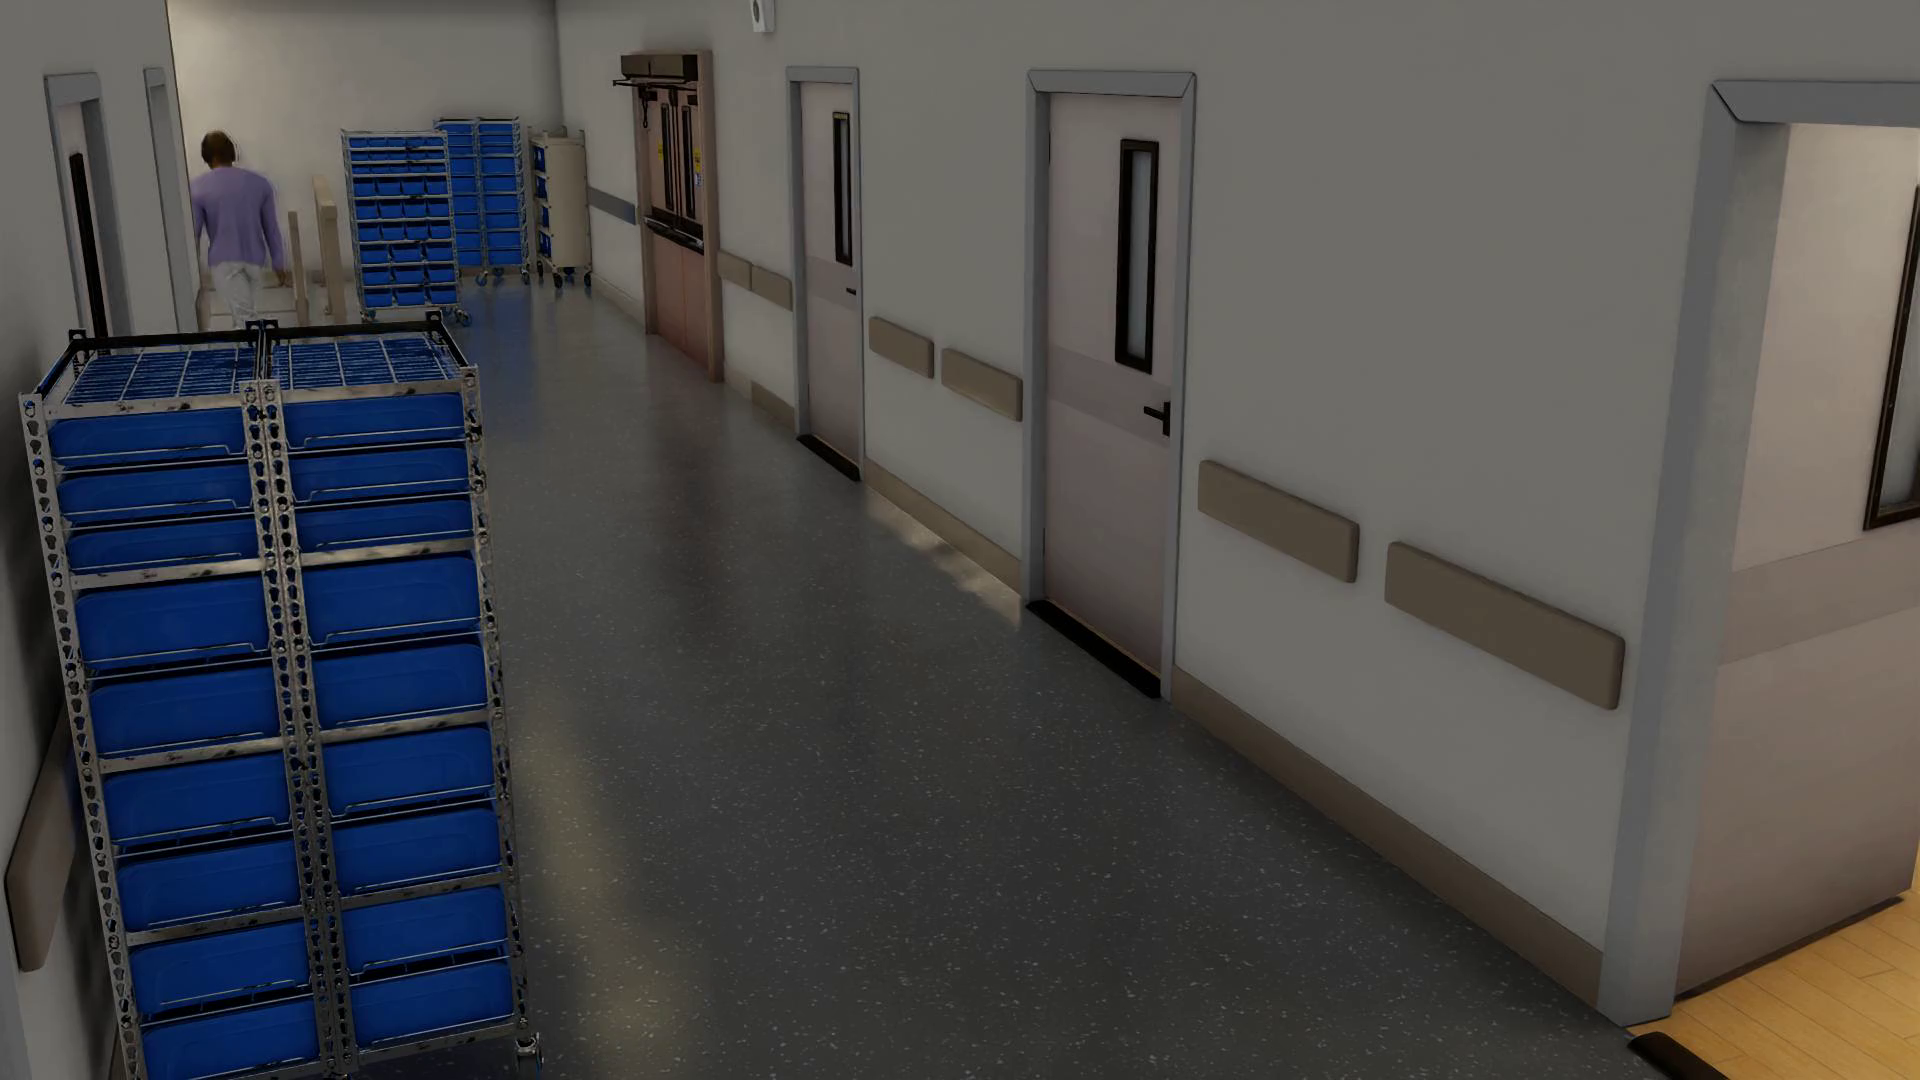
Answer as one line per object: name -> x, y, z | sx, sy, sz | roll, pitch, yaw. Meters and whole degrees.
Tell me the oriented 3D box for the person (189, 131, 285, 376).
person -> -5.290, -2.000, 12.068 | 1.091, 1.870, 0.643 | 14, 21, 39
